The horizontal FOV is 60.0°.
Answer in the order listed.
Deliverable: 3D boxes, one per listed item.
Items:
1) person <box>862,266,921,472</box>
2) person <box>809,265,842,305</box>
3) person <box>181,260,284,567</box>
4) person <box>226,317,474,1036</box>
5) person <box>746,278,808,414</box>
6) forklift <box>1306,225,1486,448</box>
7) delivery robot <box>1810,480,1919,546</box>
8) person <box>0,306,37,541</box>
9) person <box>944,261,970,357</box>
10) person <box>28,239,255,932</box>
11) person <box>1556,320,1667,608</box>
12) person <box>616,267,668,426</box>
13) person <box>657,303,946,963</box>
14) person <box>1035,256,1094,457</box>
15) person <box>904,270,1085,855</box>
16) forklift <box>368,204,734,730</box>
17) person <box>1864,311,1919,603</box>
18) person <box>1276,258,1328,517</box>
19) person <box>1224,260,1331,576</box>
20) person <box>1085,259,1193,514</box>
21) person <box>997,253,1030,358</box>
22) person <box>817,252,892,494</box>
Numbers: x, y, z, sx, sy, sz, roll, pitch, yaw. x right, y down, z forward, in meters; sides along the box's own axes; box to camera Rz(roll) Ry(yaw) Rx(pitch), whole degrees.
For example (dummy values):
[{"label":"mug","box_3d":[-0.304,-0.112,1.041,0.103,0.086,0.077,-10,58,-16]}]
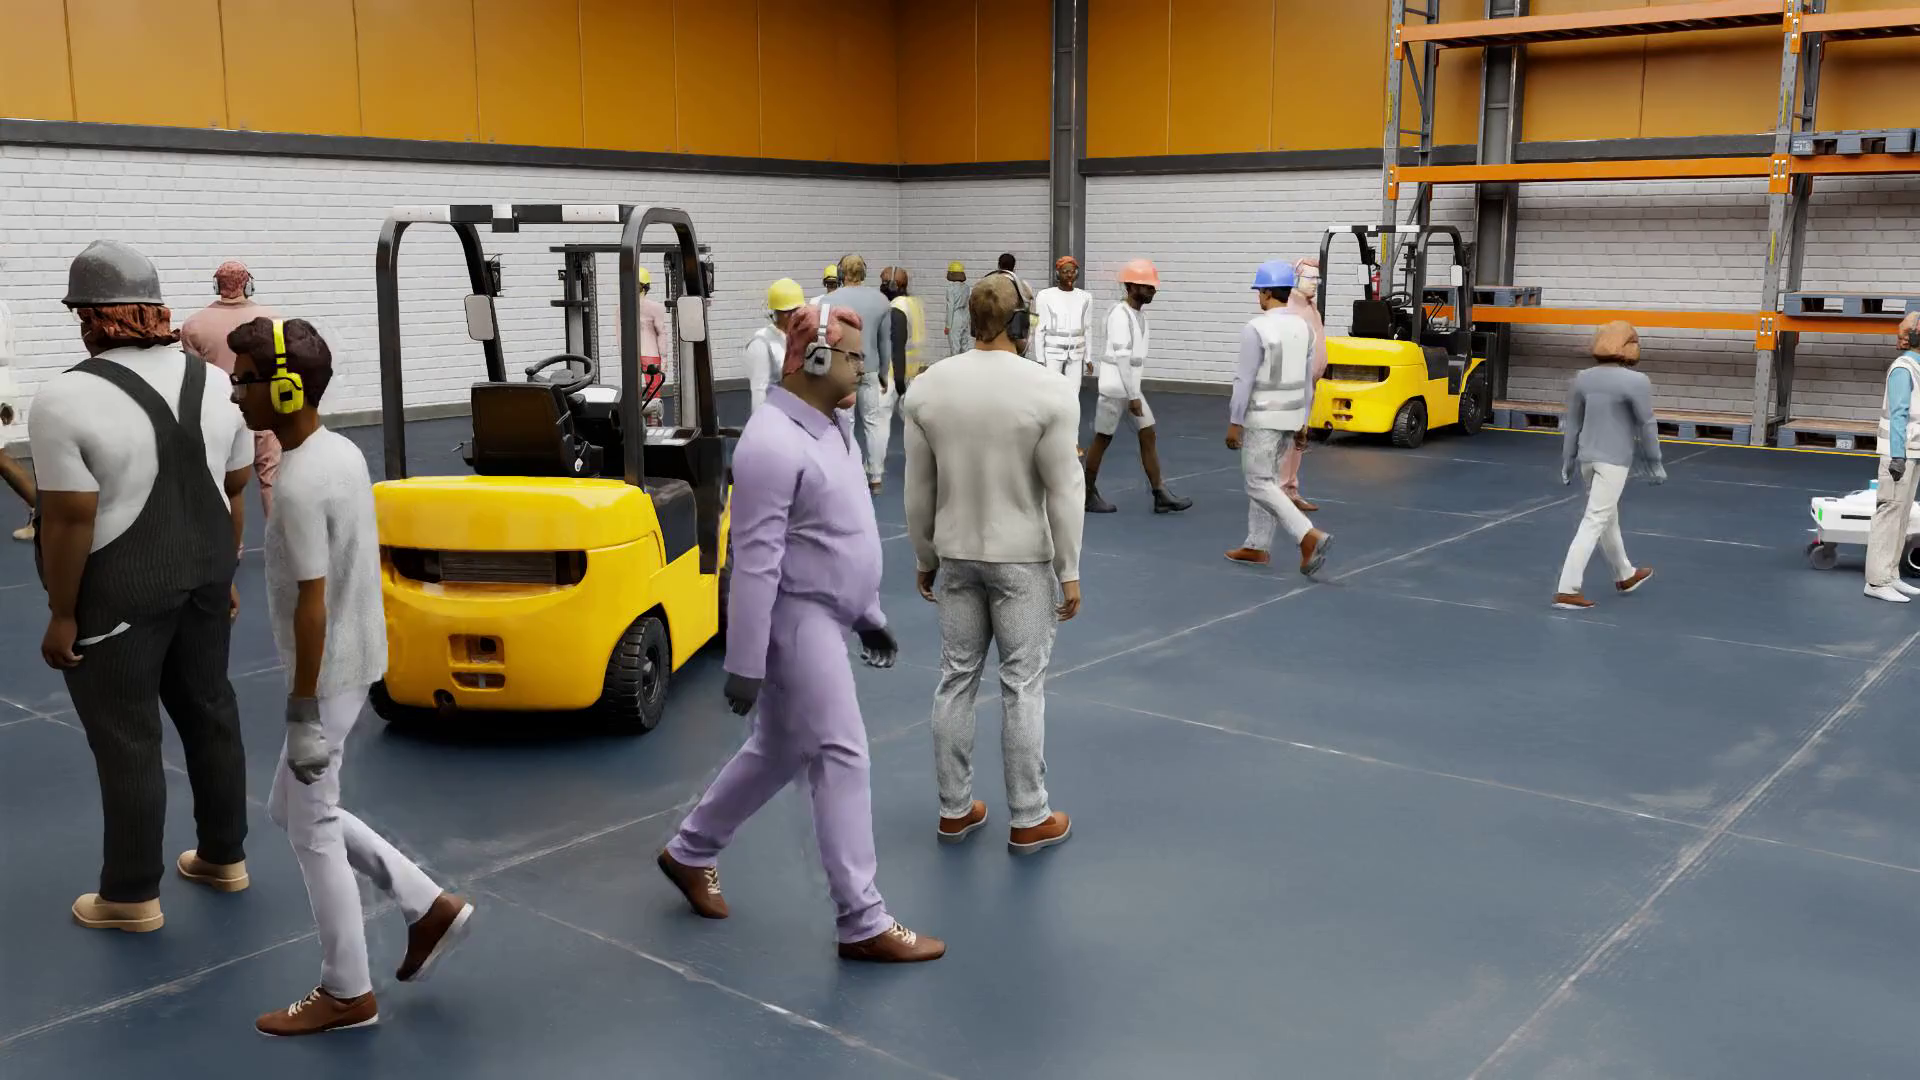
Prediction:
[{"label":"person","box_3d":[-0.490,-1.476,14.524,0.846,1.820,0.627,2,10,12]},{"label":"person","box_3d":[-1.367,-2.072,17.946,0.525,1.769,0.310,-2,10,-13]},{"label":"person","box_3d":[-4.472,-0.782,10.402,0.638,1.910,0.407,-3,11,-16]},{"label":"person","box_3d":[-1.591,0.363,4.211,0.469,1.850,0.549,-2,10,-10]},{"label":"person","box_3d":[-1.134,-0.714,10.299,0.619,1.808,0.626,6,12,29]},{"label":"forklift","box_3d":[4.449,-2.115,16.993,1.214,2.155,2.313,8,13,38]},{"label":"delivery robot","box_3d":[5.654,-0.129,10.270,0.707,0.478,0.477,4,11,21]},{"label":"person","box_3d":[-6.549,-0.952,11.167,0.916,2.023,0.624,-3,11,-14]},{"label":"person","box_3d":[-0.052,-2.997,23.130,0.294,1.744,0.486,7,12,33]},{"label":"person","box_3d":[-2.478,0.130,4.978,0.539,2.000,0.688,5,11,24]},{"label":"person","box_3d":[3.660,-0.421,9.288,0.862,1.589,0.505,-4,11,-23]},{"label":"person","box_3d":[-3.125,-1.796,16.405,0.525,1.772,0.301,2,10,13]},{"label":"person","box_3d":[-0.506,0.252,4.810,0.878,1.867,0.644,1,10,6]},{"label":"person","box_3d":[0.978,-1.711,15.616,0.573,1.883,0.353,-3,11,-17]},{"label":"person","box_3d":[0.118,0.080,5.544,0.635,1.936,0.353,5,11,26]},{"label":"forklift","box_3d":[-1.766,-0.406,7.525,1.214,2.155,2.313,1,10,7]},{"label":"person","box_3d":[5.363,-0.474,9.437,0.309,1.639,0.523,9,14,41]},{"label":"person","box_3d":[2.514,-1.126,12.319,0.400,1.903,0.645,5,12,27]},{"label":"person","box_3d":[1.945,-0.735,10.115,0.614,1.922,0.796,-10,14,-44]},{"label":"person","box_3d":[1.294,-1.106,12.253,0.934,1.883,0.556,6,12,31]},{"label":"person","box_3d":[0.515,-2.408,19.497,0.620,1.867,1.005,-8,13,-36]},{"label":"person","box_3d":[-0.841,-1.315,13.267,0.635,1.937,0.353,-5,11,-27]}]
